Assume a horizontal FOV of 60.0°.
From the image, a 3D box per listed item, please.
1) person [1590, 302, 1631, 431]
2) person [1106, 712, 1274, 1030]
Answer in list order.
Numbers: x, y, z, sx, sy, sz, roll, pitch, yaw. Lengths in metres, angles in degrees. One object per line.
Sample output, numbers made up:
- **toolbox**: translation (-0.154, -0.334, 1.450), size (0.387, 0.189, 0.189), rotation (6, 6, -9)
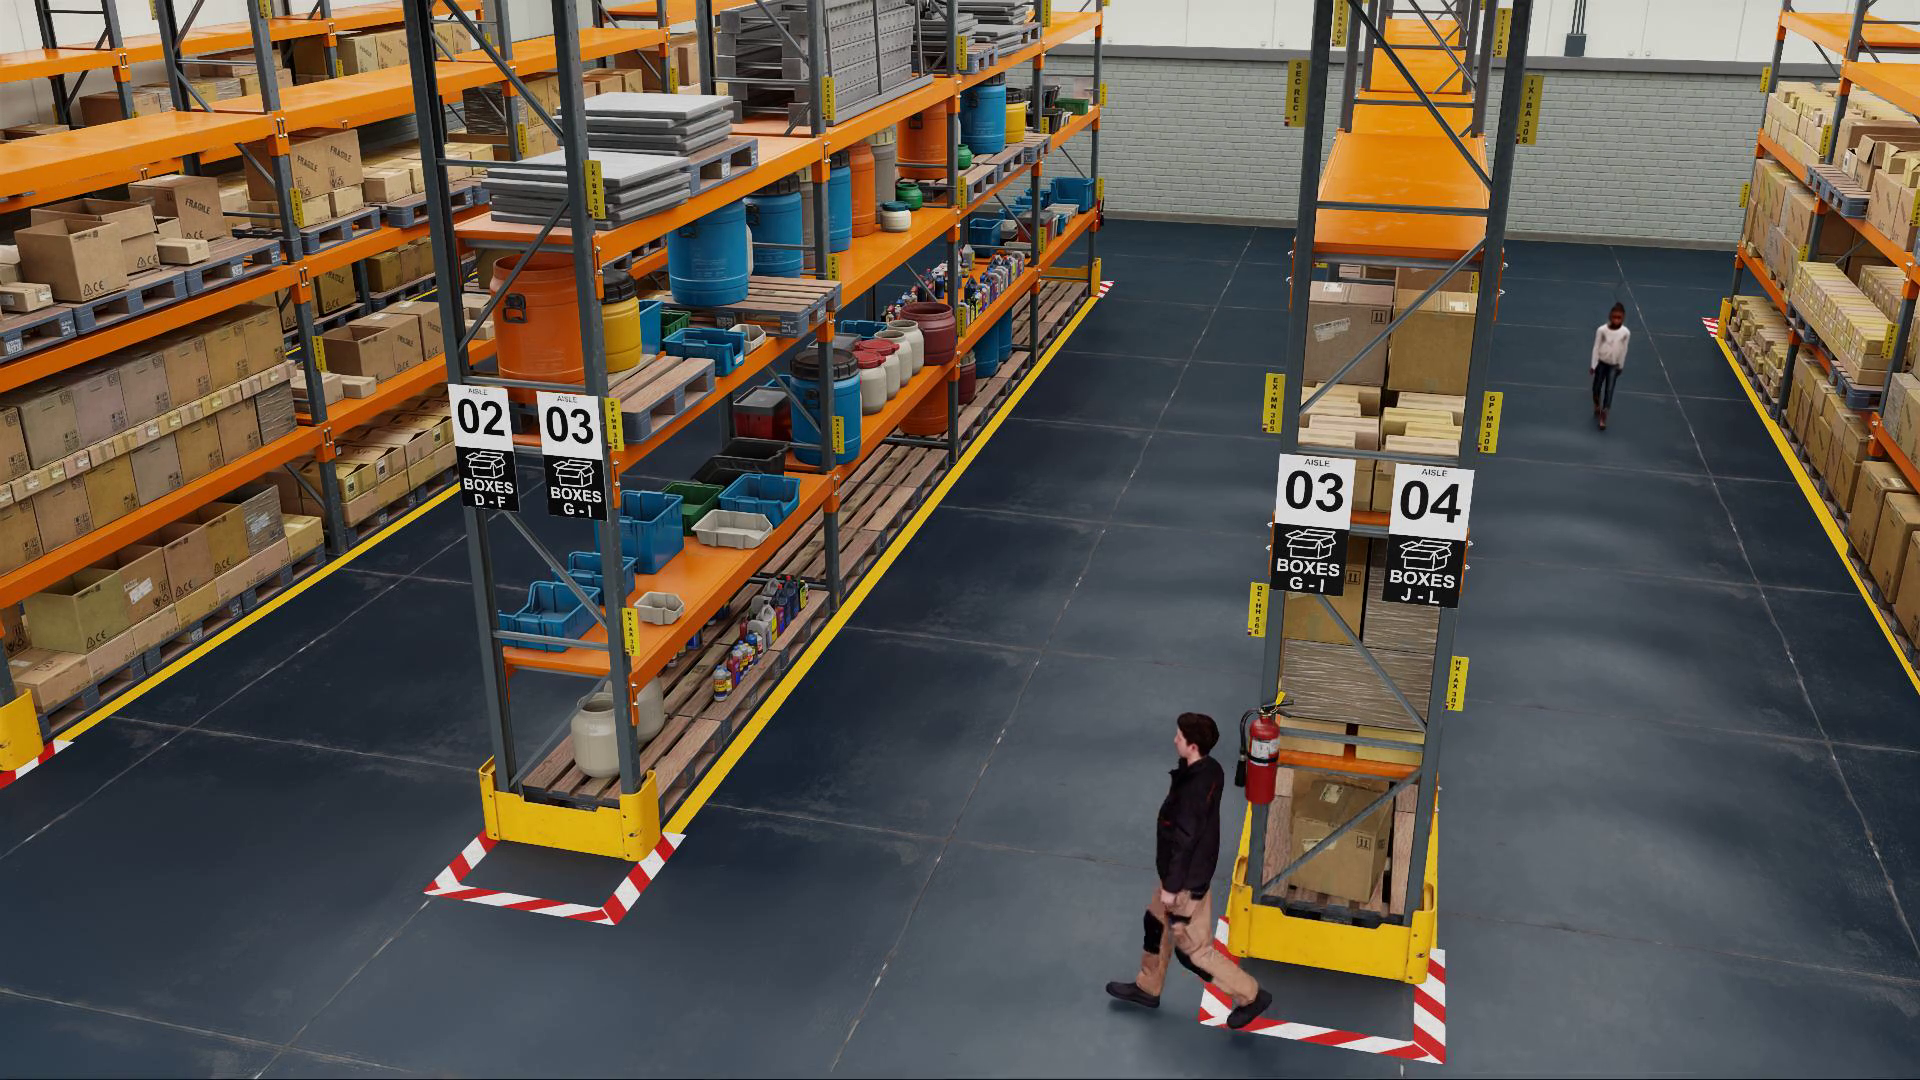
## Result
- **person**: translation (7.485, -2.040, 19.232), size (0.575, 1.430, 0.992), rotation (8, 24, 18)
- **person**: translation (1.316, 1.850, 9.099), size (0.779, 1.901, 1.110), rotation (5, 23, 12)
